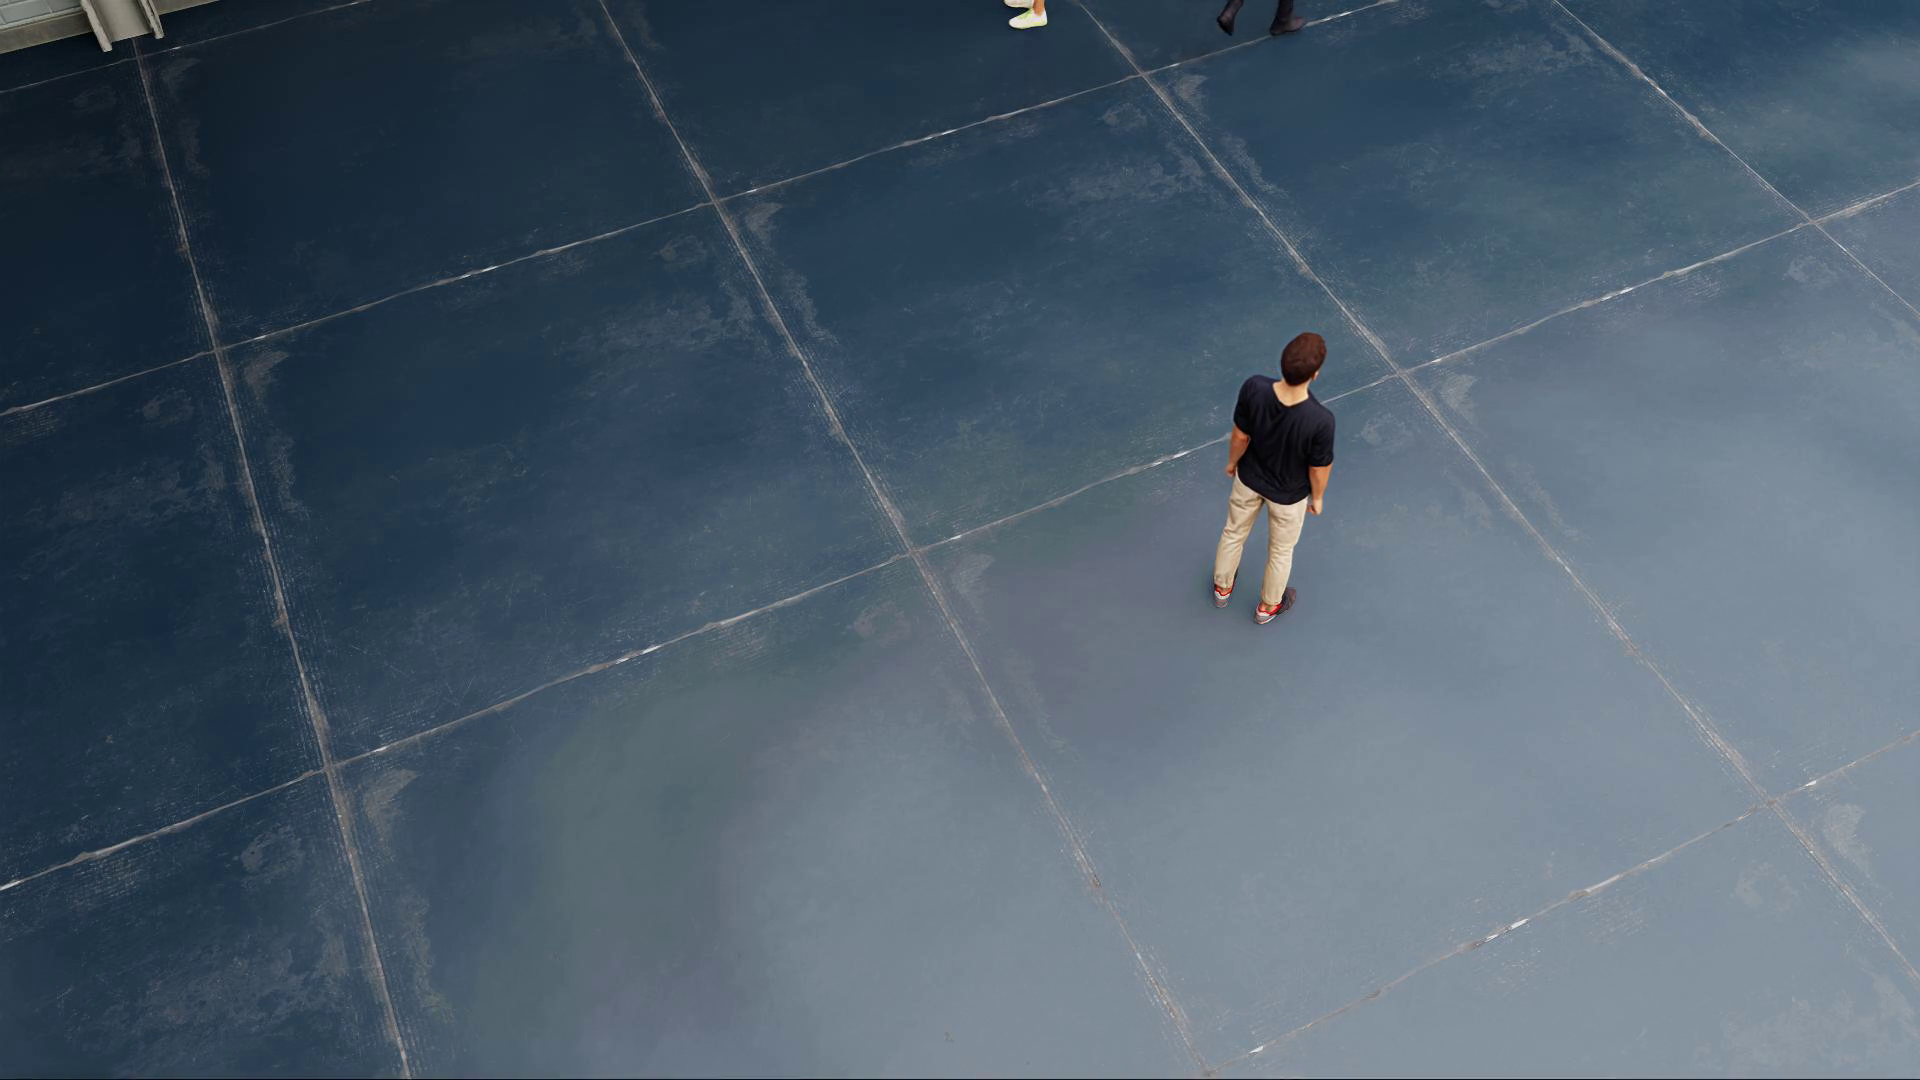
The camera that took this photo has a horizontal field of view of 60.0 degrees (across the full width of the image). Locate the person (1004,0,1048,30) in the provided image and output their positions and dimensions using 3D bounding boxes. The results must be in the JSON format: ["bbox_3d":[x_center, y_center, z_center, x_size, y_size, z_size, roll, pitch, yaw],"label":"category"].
[{"bbox_3d":[0.484,-4.144,10.693,0.670,1.792,0.650,-2,52,-2],"label":"person"}]

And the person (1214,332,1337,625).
[{"bbox_3d":[1.439,-0.264,7.646,0.711,1.859,0.719,26,56,18],"label":"person"}]

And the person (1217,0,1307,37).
[{"bbox_3d":[2.006,-3.914,10.517,0.986,1.788,0.701,-27,57,-19],"label":"person"}]
